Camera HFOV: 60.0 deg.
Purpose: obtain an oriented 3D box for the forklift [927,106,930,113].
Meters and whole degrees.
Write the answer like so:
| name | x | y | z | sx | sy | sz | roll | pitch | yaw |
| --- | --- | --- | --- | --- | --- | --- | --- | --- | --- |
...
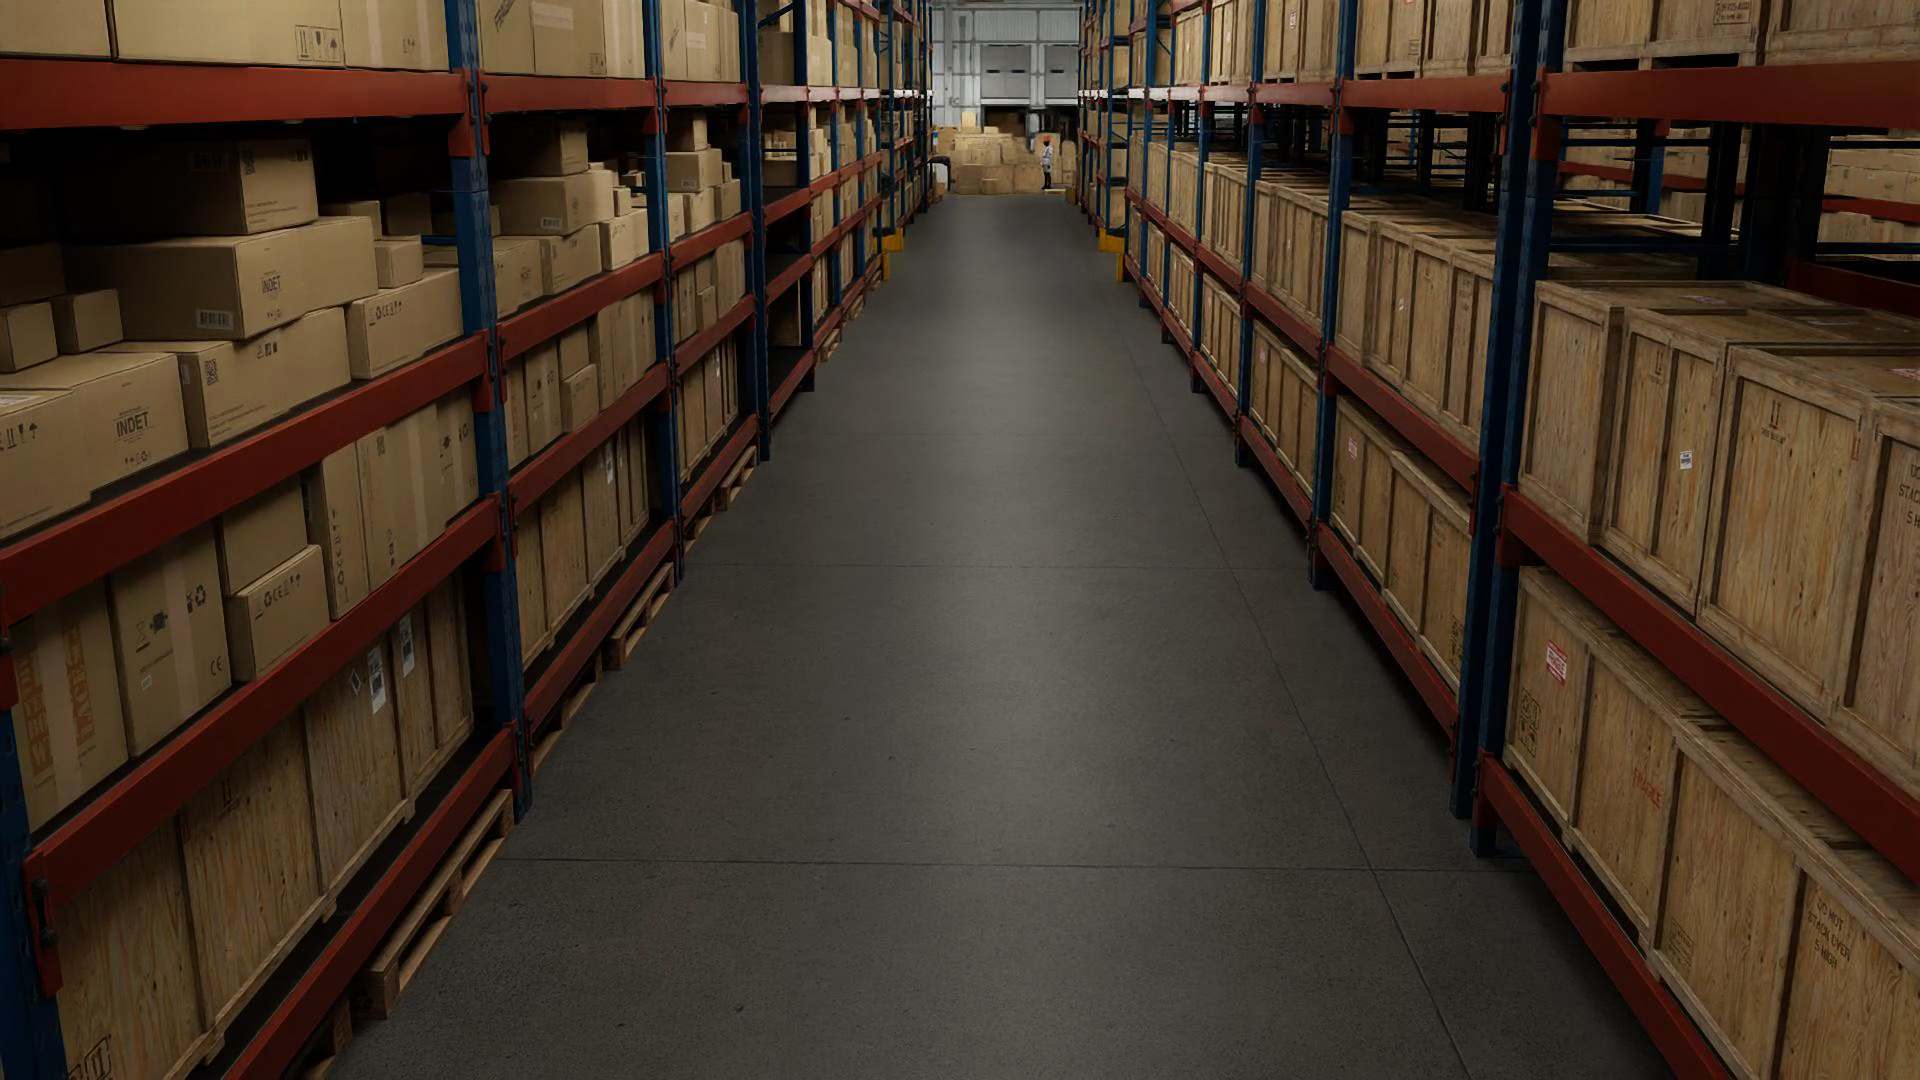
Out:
| name | x | y | z | sx | sy | sz | roll | pitch | yaw |
| --- | --- | --- | --- | --- | --- | --- | --- | --- | --- |
| forklift | -2.001 | -20.667 | 84.687 | 1.129 | 2.768 | 1.873 | 0 | 15 | 2 |

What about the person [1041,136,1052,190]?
| name | x | y | z | sx | sy | sz | roll | pitch | yaw |
| --- | --- | --- | --- | --- | --- | --- | --- | --- | --- |
| person | 3.175 | -13.835 | 61.049 | 0.351 | 1.942 | 0.545 | -7 | 17 | -25 |

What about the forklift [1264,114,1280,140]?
| name | x | y | z | sx | sy | sz | roll | pitch | yaw |
| --- | --- | --- | --- | --- | --- | --- | --- | --- | --- |
| forklift | 11.019 | -13.929 | 59.618 | 1.129 | 2.768 | 1.873 | 0 | 15 | 2 |

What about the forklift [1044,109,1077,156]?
| name | x | y | z | sx | sy | sz | roll | pitch | yaw |
| --- | --- | --- | --- | --- | --- | --- | --- | --- | --- |
| forklift | 3.976 | -17.027 | 71.143 | 1.873 | 2.768 | 1.129 | -8 | 17 | -28 |

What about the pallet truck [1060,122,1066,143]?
| name | x | y | z | sx | sy | sz | roll | pitch | yaw |
| --- | --- | --- | --- | --- | --- | --- | --- | --- | --- |
| pallet truck | 5.788 | -21.111 | 88.014 | 1.885 | 1.965 | 0.823 | 5 | 16 | 18 |
